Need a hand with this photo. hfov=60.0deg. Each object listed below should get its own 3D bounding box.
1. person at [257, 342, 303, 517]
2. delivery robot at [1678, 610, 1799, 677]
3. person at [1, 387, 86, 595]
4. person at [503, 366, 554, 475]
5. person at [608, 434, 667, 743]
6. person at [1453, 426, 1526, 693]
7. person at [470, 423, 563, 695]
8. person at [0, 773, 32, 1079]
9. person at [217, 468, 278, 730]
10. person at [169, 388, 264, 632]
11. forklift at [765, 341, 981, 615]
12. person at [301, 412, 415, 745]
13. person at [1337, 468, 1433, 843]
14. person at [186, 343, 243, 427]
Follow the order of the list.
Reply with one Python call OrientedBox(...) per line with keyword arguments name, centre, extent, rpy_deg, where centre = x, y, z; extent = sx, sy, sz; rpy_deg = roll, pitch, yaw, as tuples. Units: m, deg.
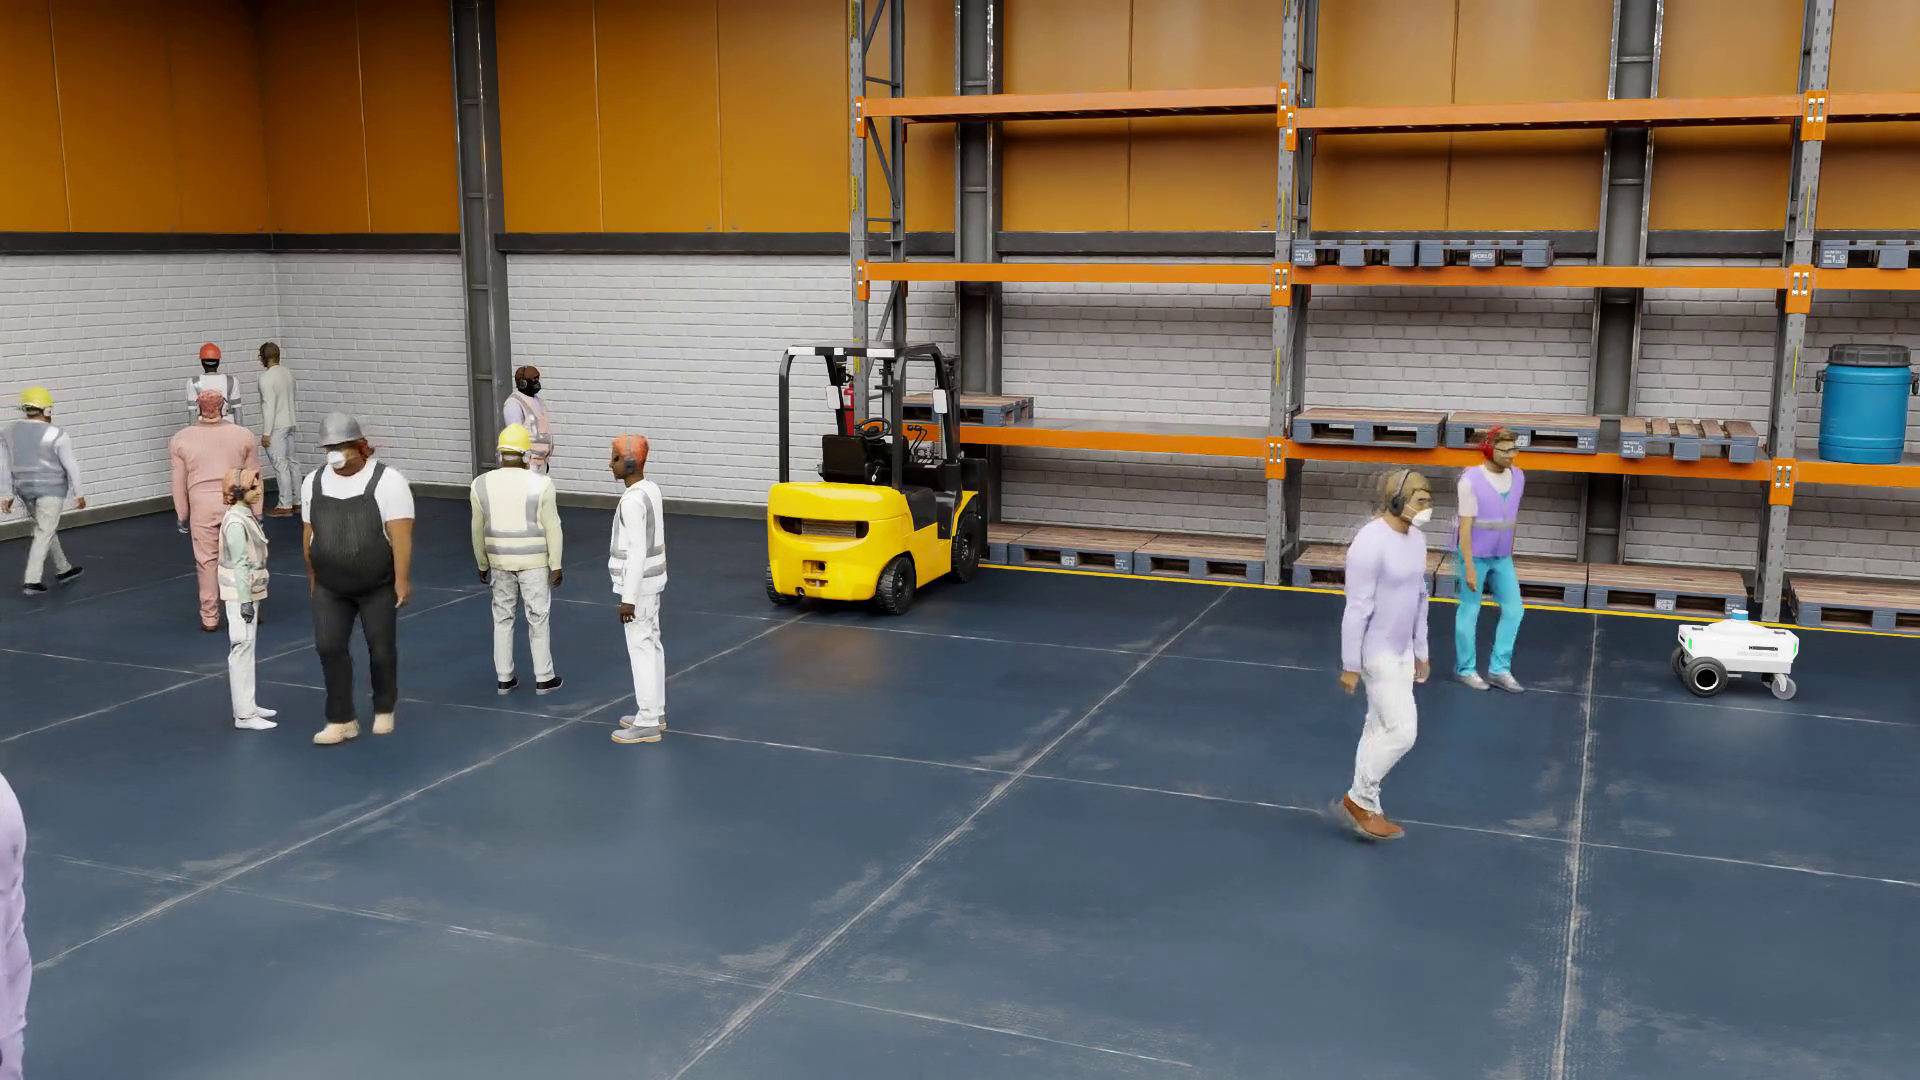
OrientedBox(name="person", centre=(-7.545, -1.225, 18.430), extent=(0.353, 1.936, 0.633), rpy_deg=(1, 10, 6))
OrientedBox(name="delivery robot", centre=(5.245, 0.715, 11.218), extent=(0.707, 0.478, 0.477), rpy_deg=(2, 10, 12))
OrientedBox(name="person", centre=(-7.978, -0.437, 14.477), extent=(0.619, 1.783, 0.943), rpy_deg=(1, 10, 7))
OrientedBox(name="person", centre=(-4.170, -0.774, 16.192), extent=(0.429, 1.843, 0.627), rpy_deg=(2, 10, 8))
OrientedBox(name="person", centre=(-1.965, 0.291, 10.132), extent=(0.346, 1.883, 0.584), rpy_deg=(0, 10, 0))
OrientedBox(name="person", centre=(3.566, 0.144, 11.114), extent=(0.600, 1.816, 0.625), rpy_deg=(-5, 11, -25))
OrientedBox(name="person", centre=(-2.950, 0.133, 11.160), extent=(0.602, 1.830, 0.404), rpy_deg=(1, 10, 4))
OrientedBox(name="person", centre=(-2.827, 1.268, 4.660), extent=(0.401, 1.902, 0.650), rpy_deg=(-9, 14, -42))
OrientedBox(name="person", centre=(-4.469, 0.363, 10.412), extent=(0.314, 1.639, 0.517), rpy_deg=(-4, 11, -20))
OrientedBox(name="person", centre=(-5.786, -0.235, 13.003), extent=(0.652, 1.906, 0.403), rpy_deg=(-4, 11, -23))
OrientedBox(name="forklift", centre=(-0.739, -0.602, 14.246), extent=(1.214, 2.155, 2.313), rpy_deg=(4, 11, 21))
OrientedBox(name="person", centre=(-3.678, 0.215, 10.120), extent=(0.709, 2.000, 0.647), rpy_deg=(0, 10, -3))
OrientedBox(name="person", centre=(2.167, 0.590, 8.370), extent=(0.465, 1.918, 0.647), rpy_deg=(8, 13, 39))
OrientedBox(name="person", centre=(-8.138, -1.180, 18.182), extent=(0.552, 1.935, 0.373), rpy_deg=(-7, 12, -34))
